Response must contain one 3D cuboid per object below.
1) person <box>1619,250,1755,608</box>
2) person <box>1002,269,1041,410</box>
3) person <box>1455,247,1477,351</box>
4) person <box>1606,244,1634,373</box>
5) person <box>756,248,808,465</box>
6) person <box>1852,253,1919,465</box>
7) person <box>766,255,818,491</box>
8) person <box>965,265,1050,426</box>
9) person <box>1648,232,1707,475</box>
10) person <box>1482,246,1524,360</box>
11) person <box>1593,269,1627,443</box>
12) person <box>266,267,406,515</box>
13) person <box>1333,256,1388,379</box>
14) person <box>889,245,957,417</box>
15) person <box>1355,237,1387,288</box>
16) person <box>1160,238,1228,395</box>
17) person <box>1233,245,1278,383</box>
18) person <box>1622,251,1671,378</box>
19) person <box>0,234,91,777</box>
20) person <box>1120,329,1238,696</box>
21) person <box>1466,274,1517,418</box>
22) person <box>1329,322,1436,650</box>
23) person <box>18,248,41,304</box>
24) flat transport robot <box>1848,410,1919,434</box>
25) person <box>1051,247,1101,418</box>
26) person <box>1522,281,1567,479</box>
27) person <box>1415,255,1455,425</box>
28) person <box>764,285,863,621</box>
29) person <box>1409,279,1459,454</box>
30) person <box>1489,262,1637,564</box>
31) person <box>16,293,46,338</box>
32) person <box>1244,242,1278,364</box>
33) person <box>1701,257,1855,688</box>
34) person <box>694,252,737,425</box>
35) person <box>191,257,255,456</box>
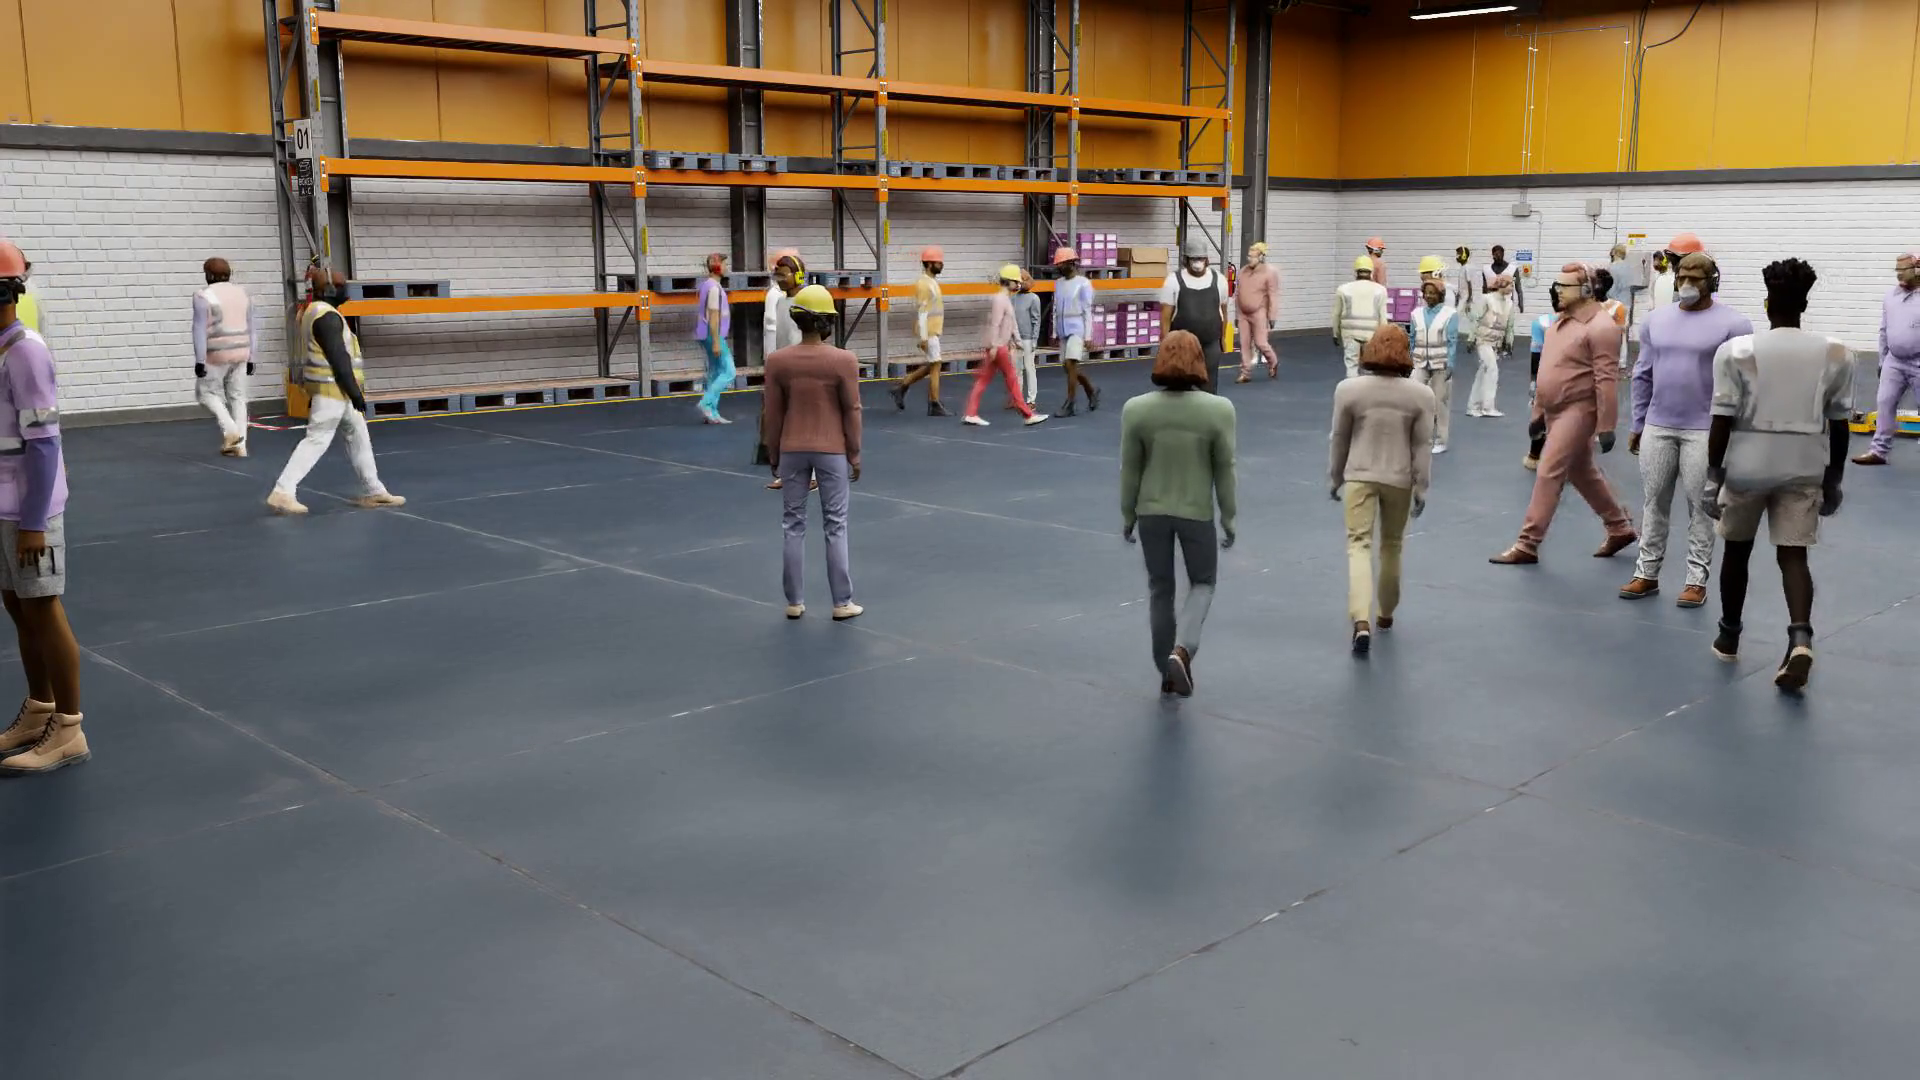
[{"bbox_3d":[3.969,-0.604,9.116,0.373,1.940,0.628,-10,14,-44],"label":"person"},{"bbox_3d":[0.716,-2.307,19.233,0.287,1.634,0.497,-10,14,-44],"label":"person"},{"bbox_3d":[8.790,-4.209,29.123,0.999,1.812,0.558,2,11,13],"label":"person"},{"bbox_3d":[9.695,-3.400,24.483,0.645,1.896,0.499,-8,13,-36],"label":"person"},{"bbox_3d":[-1.408,-1.586,14.563,0.900,1.900,0.575,1,10,5],"label":"person"},{"bbox_3d":[8.305,-1.555,14.529,0.652,1.873,0.656,-5,12,-27],"label":"person"},{"bbox_3d":[-1.300,-1.299,13.129,0.560,1.865,0.337,10,14,44],"label":"person"},{"bbox_3d":[0.479,-2.038,17.548,0.929,1.700,0.542,1,10,6],"label":"person"},{"bbox_3d":[6.079,-1.574,14.118,0.377,2.045,0.605,-2,11,-11],"label":"person"},{"bbox_3d":[8.897,-3.885,27.261,0.711,1.853,1.023,6,12,30],"label":"person"},{"bbox_3d":[6.217,-1.792,16.259,0.319,1.696,0.532,-10,14,-44],"label":"person"},{"bbox_3d":[-4.645,-1.087,12.174,0.959,1.808,0.617,-4,11,-22],"label":"person"},{"bbox_3d":[4.646,-2.398,19.335,0.593,1.785,0.920,1,10,8],"label":"person"},{"bbox_3d":[-0.422,-2.330,18.582,0.728,1.923,0.544,2,11,12],"label":"person"},{"bbox_3d":[6.499,-3.776,26.266,0.392,1.991,0.612,-6,12,-29],"label":"person"},{"bbox_3d":[2.391,-2.087,16.923,0.707,2.000,1.005,0,10,1],"label":"person"},{"bbox_3d":[4.086,-3.098,22.874,0.657,1.891,0.646,9,14,41],"label":"person"},{"bbox_3d":[9.988,-3.183,23.540,0.978,1.818,0.531,0,10,-3],"label":"person"},{"bbox_3d":[-3.578,-0.134,6.269,0.374,2.044,0.605,-10,14,-44],"label":"person"},{"bbox_3d":[0.931,-0.094,7.183,0.516,1.618,0.455,3,11,16],"label":"person"},{"bbox_3d":[5.911,-2.138,18.418,0.581,1.595,0.612,-9,14,-39],"label":"person"},{"bbox_3d":[2.082,-0.273,8.238,0.494,1.600,0.829,2,11,10],"label":"person"},{"bbox_3d":[-8.340,-1.642,14.779,0.373,1.940,0.628,-10,14,-44],"label":"person"},{"bbox_3d":[9.794,-1.162,16.709,0.652,0.197,1.431,-10,14,-44],"label":"flat transport robot"},{"bbox_3d":[1.315,-2.344,18.743,0.831,1.901,0.555,-9,14,-41],"label":"person"},{"bbox_3d":[5.024,-1.347,13.960,0.545,1.646,0.888,0,10,0],"label":"person"},{"bbox_3d":[4.937,-2.107,17.678,0.689,1.804,0.610,-1,10,-5],"label":"person"},{"bbox_3d":[-0.766,-0.451,8.761,0.526,1.765,0.329,2,11,12],"label":"person"},{"bbox_3d":[4.334,-1.583,15.338,0.526,1.619,0.590,9,14,42],"label":"person"},{"bbox_3d":[3.811,-0.774,10.269,0.998,1.868,0.638,-1,10,-6],"label":"person"},{"bbox_3d":[-7.478,-1.271,13.066,0.445,1.831,0.631,1,10,7],"label":"person"},{"bbox_3d":[4.695,-3.725,26.230,0.589,1.911,0.425,7,13,35],"label":"person"},{"bbox_3d":[3.726,-0.314,7.575,0.616,1.936,0.921,3,11,14],"label":"person"},{"bbox_3d":[-2.592,-2.124,17.676,0.437,1.837,0.588,-2,11,-12],"label":"person"},{"bbox_3d":[-6.710,-1.658,15.161,0.446,1.825,0.655,5,12,27],"label":"person"}]
